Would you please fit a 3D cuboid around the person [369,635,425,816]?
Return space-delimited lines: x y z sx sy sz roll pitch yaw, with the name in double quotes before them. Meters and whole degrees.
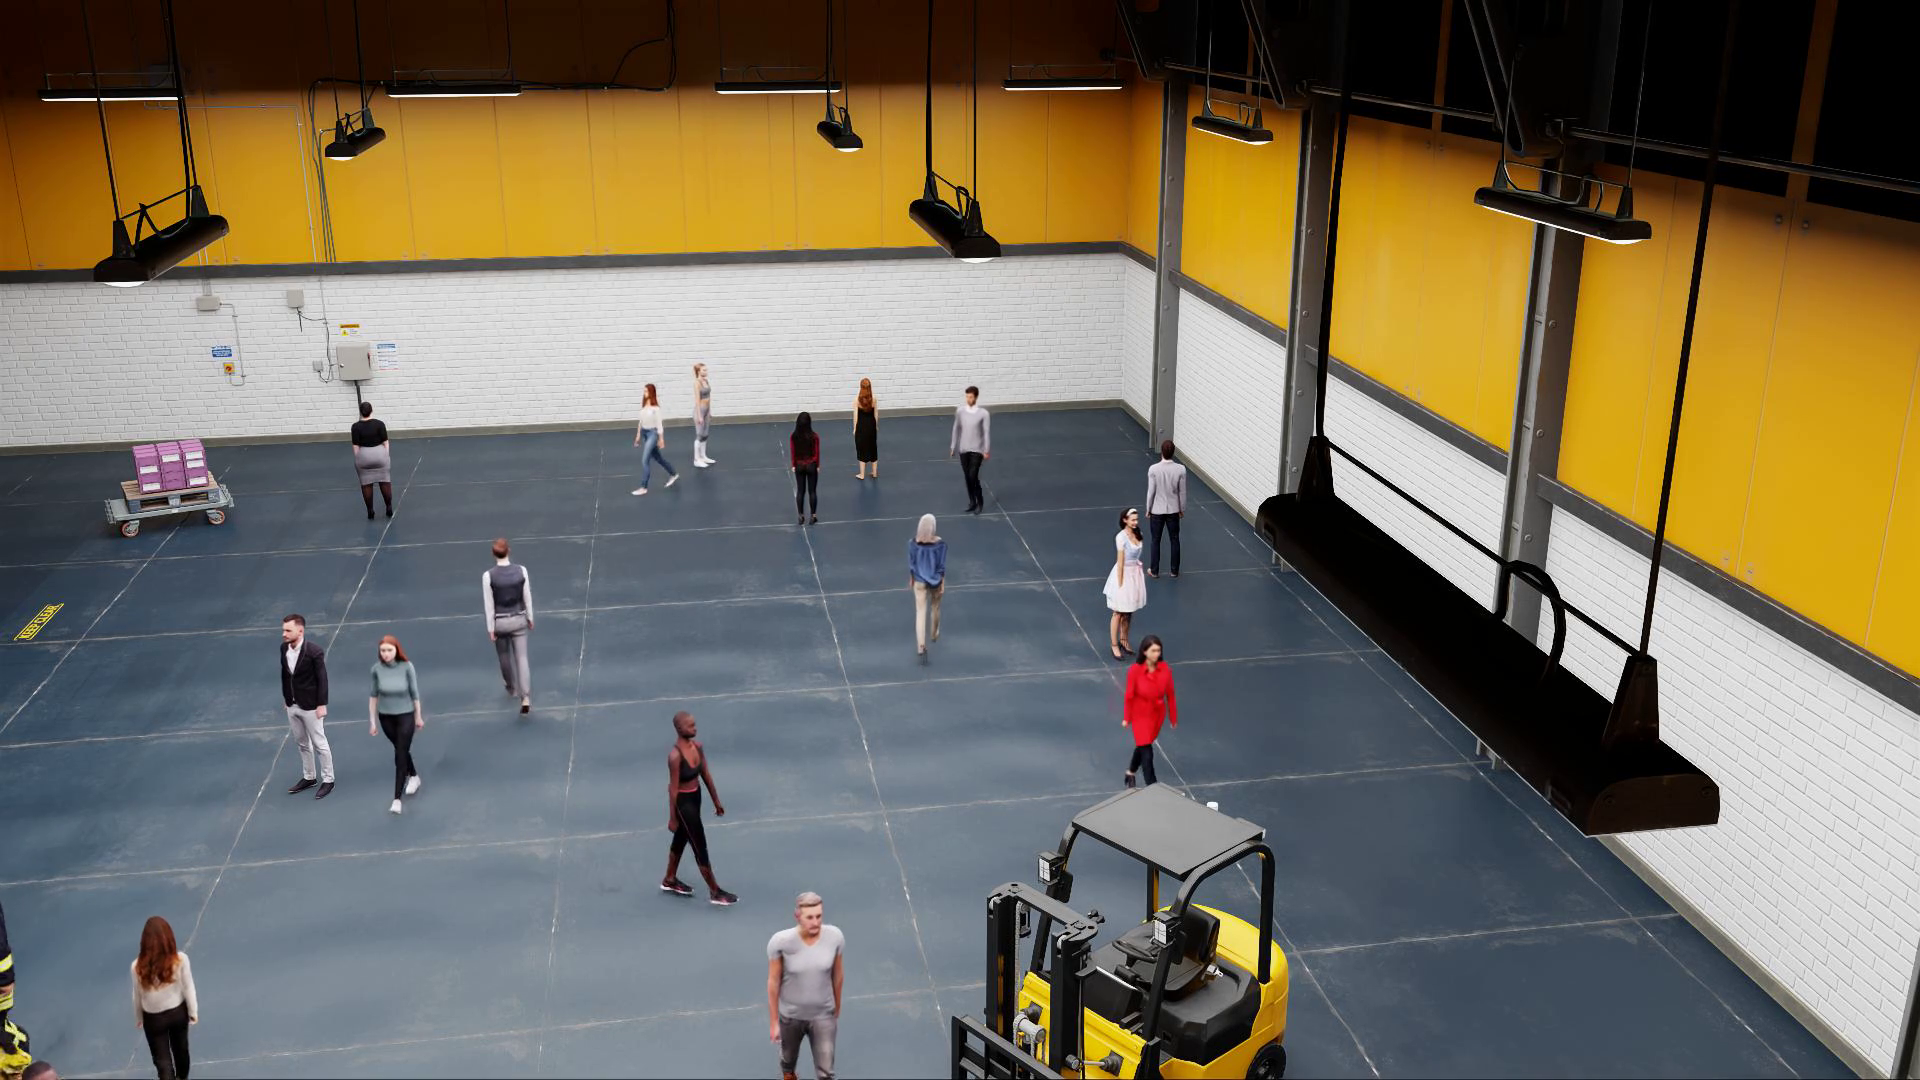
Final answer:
"person" -5.343 1.705 15.856 0.711 1.696 1.133 0 19 -1

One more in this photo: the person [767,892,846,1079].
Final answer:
"person" -1.080 3.181 11.322 0.740 1.793 1.168 -5 19 -13

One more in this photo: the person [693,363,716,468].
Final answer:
"person" -4.194 -2.043 26.985 0.704 1.697 0.612 7 20 21

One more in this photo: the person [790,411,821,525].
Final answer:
"person" -2.222 -1.041 24.080 0.637 1.651 0.609 2 19 7

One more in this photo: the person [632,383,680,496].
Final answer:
"person" -4.673 -1.571 25.587 1.052 1.693 1.142 -16 25 -40

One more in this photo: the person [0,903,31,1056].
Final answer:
"person" -6.915 3.012 11.727 0.852 1.855 0.864 1 19 2

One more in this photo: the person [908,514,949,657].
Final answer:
"person" -0.390 0.552 19.339 0.833 1.657 1.208 2 19 6

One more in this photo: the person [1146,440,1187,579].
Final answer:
"person" 2.701 -0.412 21.899 0.697 1.851 0.578 -2 19 -5

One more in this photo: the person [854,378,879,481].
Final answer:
"person" -1.481 -1.765 26.270 0.620 1.625 0.641 -8 20 -23

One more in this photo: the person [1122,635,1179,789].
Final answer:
"person" 1.751 1.705 15.860 0.733 1.692 1.110 -6 20 -17

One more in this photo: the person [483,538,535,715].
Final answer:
"person" -4.802 0.932 17.821 0.798 1.907 1.264 -6 20 -18

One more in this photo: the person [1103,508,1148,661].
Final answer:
"person" 1.933 0.495 19.264 0.913 1.815 0.858 15 24 38

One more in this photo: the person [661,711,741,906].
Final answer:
"person" -2.409 2.253 14.165 1.001 1.736 1.069 6 20 18

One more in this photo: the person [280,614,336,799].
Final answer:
"person" -6.300 1.570 16.026 0.745 1.844 0.750 7 20 21

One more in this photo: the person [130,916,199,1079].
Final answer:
"person" -5.467 3.307 11.453 0.747 1.470 0.984 -10 21 -27

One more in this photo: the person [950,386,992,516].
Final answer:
"person" 0.222 -1.354 24.604 0.844 1.909 0.897 12 22 31

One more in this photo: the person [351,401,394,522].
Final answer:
"person" -8.572 -1.164 24.274 0.717 1.760 0.691 -8 20 -21
